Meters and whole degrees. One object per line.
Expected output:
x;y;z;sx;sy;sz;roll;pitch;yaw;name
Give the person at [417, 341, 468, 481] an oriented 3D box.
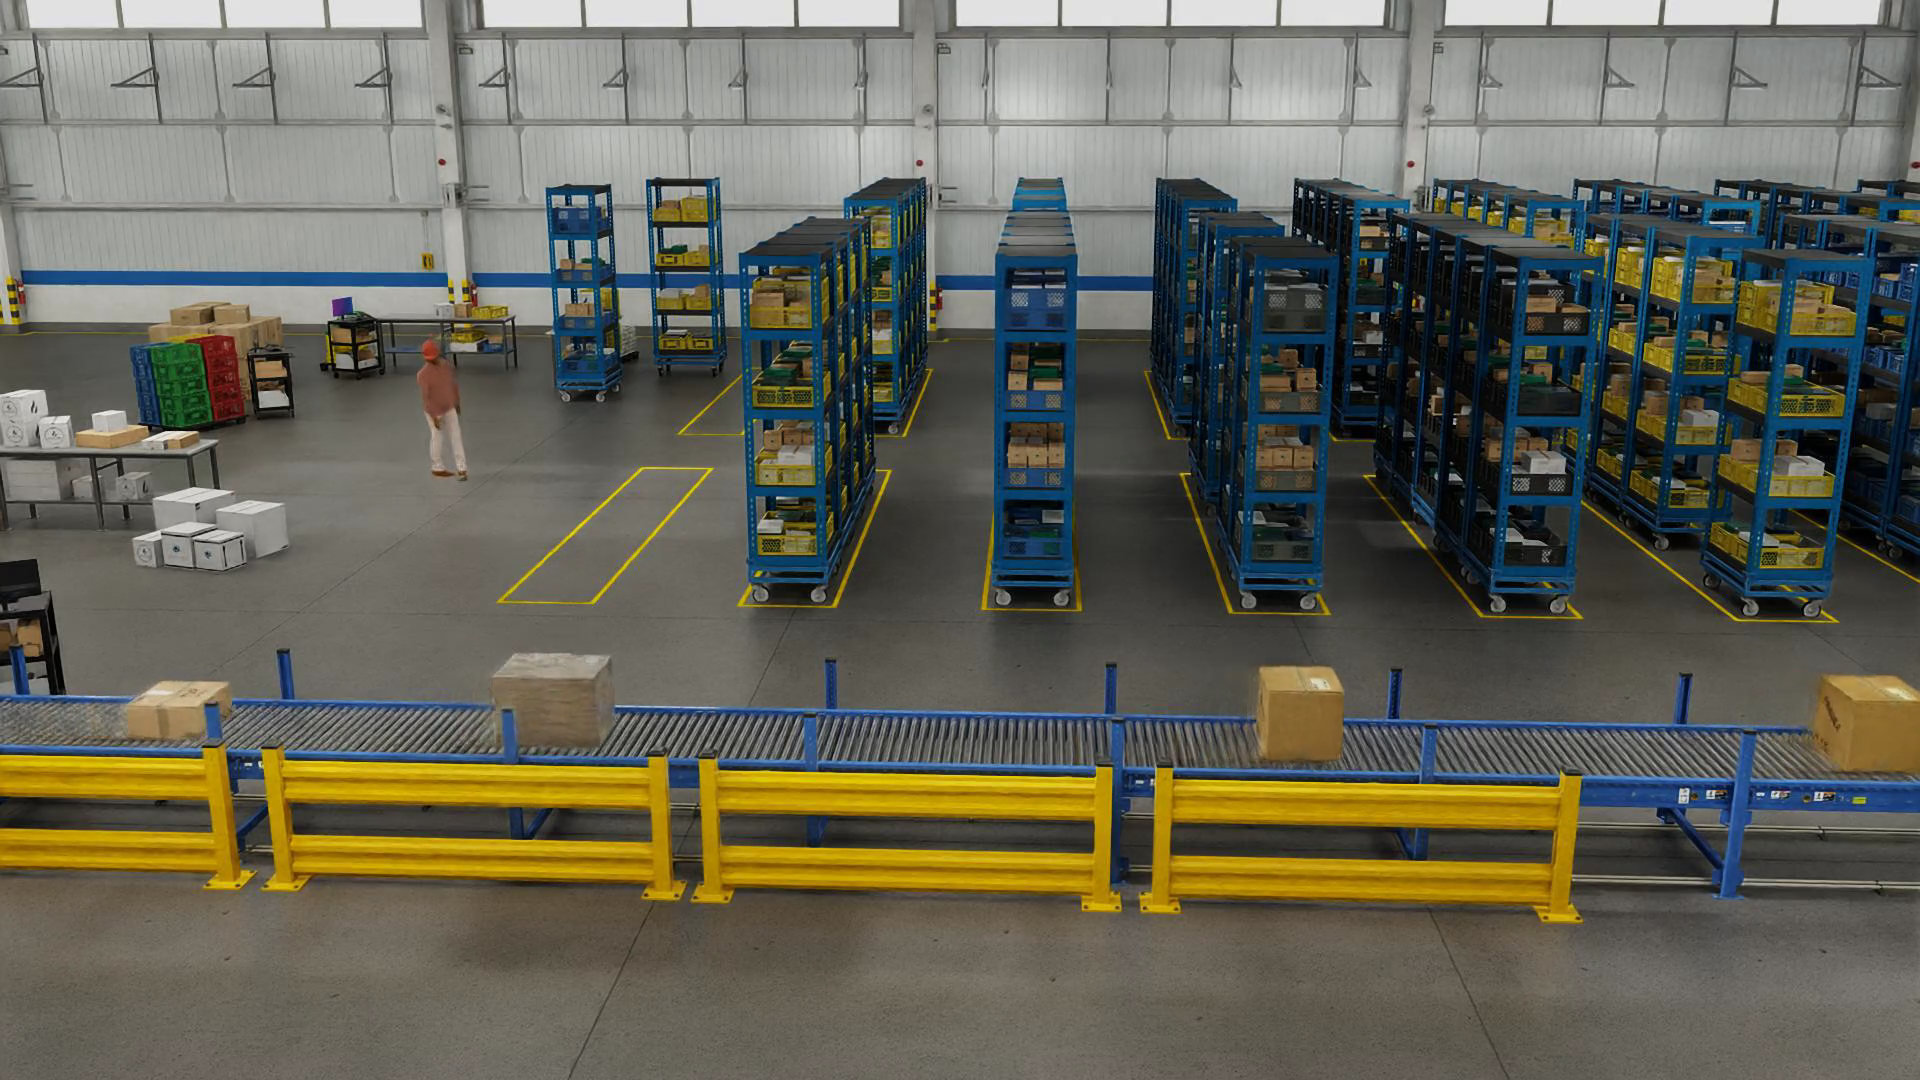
-6.904;-1.717;22.267;0.849;1.926;0.676;14;21;42;person
